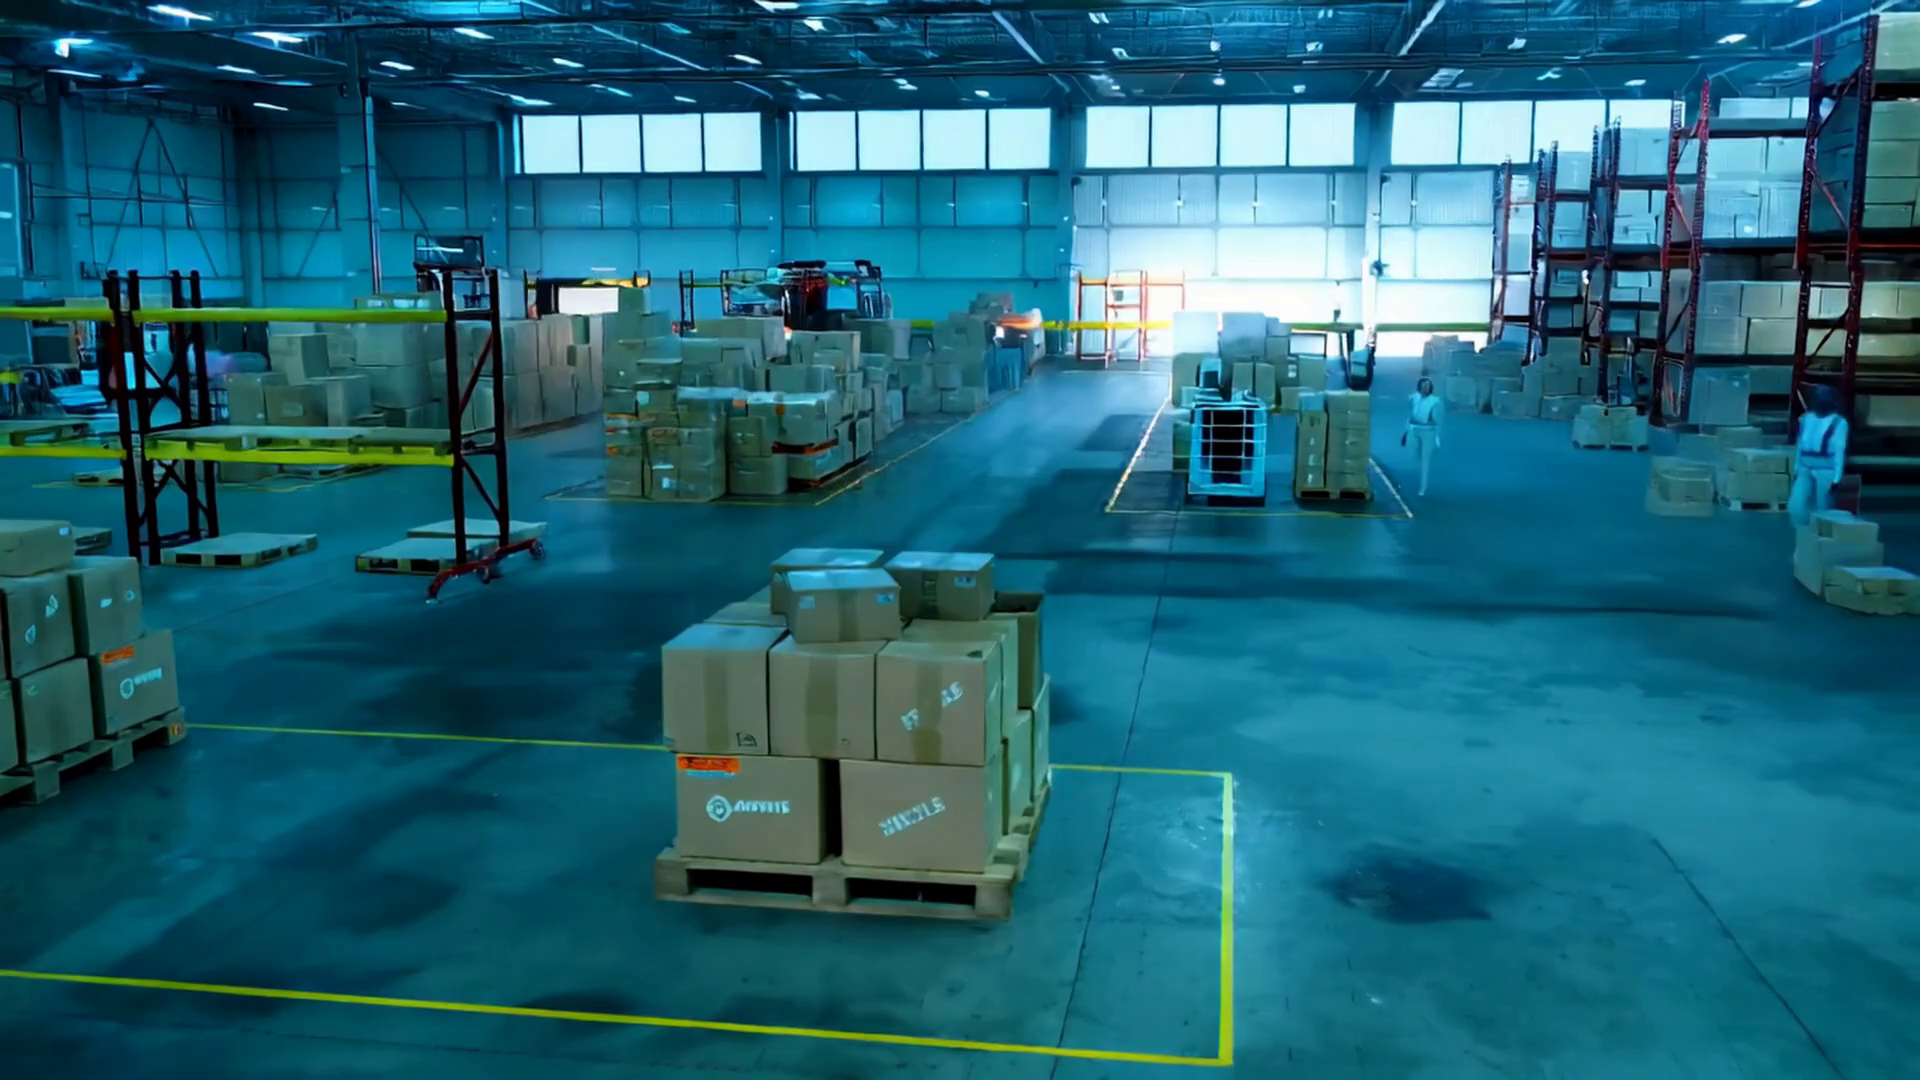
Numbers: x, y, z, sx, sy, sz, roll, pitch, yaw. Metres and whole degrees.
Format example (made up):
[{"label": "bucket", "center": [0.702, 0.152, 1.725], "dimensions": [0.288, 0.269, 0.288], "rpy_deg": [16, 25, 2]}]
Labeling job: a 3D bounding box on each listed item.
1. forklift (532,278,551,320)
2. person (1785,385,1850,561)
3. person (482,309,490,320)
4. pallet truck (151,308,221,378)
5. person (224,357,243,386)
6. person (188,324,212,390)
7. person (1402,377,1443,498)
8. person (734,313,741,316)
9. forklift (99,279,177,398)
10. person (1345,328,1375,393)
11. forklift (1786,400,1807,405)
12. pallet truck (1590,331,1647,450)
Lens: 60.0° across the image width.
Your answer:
[{"label": "forklift", "center": [-11.293, -5.709, 45.126], "dimensions": [1.873, 2.768, 1.129], "rpy_deg": [-3, 10, -19]}, {"label": "person", "center": [8.775, -0.657, 17.066], "dimensions": [0.486, 1.867, 0.622], "rpy_deg": [-4, 10, -21]}, {"label": "person", "center": [-15.437, -6.705, 54.332], "dimensions": [0.650, 1.890, 1.019], "rpy_deg": [7, 12, 37]}, {"label": "pallet truck", "center": [-21.869, -5.598, 47.154], "dimensions": [0.823, 1.965, 1.885], "rpy_deg": [4, 10, 26]}, {"label": "person", "center": [-11.908, -2.182, 27.241], "dimensions": [0.664, 1.617, 0.518], "rpy_deg": [2, 9, 11]}, {"label": "person", "center": [-16.659, -3.823, 36.443], "dimensions": [0.587, 1.920, 0.403], "rpy_deg": [8, 12, 39]}, {"label": "person", "center": [6.236, -1.390, 22.351], "dimensions": [0.528, 1.618, 0.547], "rpy_deg": [6, 11, 32]}, {"label": "person", "center": [-5.855, -5.021, 43.843], "dimensions": [0.636, 1.925, 0.426], "rpy_deg": [-7, 11, -36]}, {"label": "forklift", "center": [-19.606, -4.720, 39.027], "dimensions": [1.873, 2.768, 1.129], "rpy_deg": [1, 9, 9]}, {"label": "person", "center": [7.835, -3.186, 32.559], "dimensions": [0.385, 1.910, 0.592], "rpy_deg": [-9, 13, -43]}, {"label": "forklift", "center": [19.247, -4.327, 36.601], "dimensions": [1.129, 2.768, 1.873], "rpy_deg": [-7, 11, -36]}, {"label": "pallet truck", "center": [11.253, -2.573, 28.499], "dimensions": [0.823, 1.965, 1.885], "rpy_deg": [5, 10, 27]}]
